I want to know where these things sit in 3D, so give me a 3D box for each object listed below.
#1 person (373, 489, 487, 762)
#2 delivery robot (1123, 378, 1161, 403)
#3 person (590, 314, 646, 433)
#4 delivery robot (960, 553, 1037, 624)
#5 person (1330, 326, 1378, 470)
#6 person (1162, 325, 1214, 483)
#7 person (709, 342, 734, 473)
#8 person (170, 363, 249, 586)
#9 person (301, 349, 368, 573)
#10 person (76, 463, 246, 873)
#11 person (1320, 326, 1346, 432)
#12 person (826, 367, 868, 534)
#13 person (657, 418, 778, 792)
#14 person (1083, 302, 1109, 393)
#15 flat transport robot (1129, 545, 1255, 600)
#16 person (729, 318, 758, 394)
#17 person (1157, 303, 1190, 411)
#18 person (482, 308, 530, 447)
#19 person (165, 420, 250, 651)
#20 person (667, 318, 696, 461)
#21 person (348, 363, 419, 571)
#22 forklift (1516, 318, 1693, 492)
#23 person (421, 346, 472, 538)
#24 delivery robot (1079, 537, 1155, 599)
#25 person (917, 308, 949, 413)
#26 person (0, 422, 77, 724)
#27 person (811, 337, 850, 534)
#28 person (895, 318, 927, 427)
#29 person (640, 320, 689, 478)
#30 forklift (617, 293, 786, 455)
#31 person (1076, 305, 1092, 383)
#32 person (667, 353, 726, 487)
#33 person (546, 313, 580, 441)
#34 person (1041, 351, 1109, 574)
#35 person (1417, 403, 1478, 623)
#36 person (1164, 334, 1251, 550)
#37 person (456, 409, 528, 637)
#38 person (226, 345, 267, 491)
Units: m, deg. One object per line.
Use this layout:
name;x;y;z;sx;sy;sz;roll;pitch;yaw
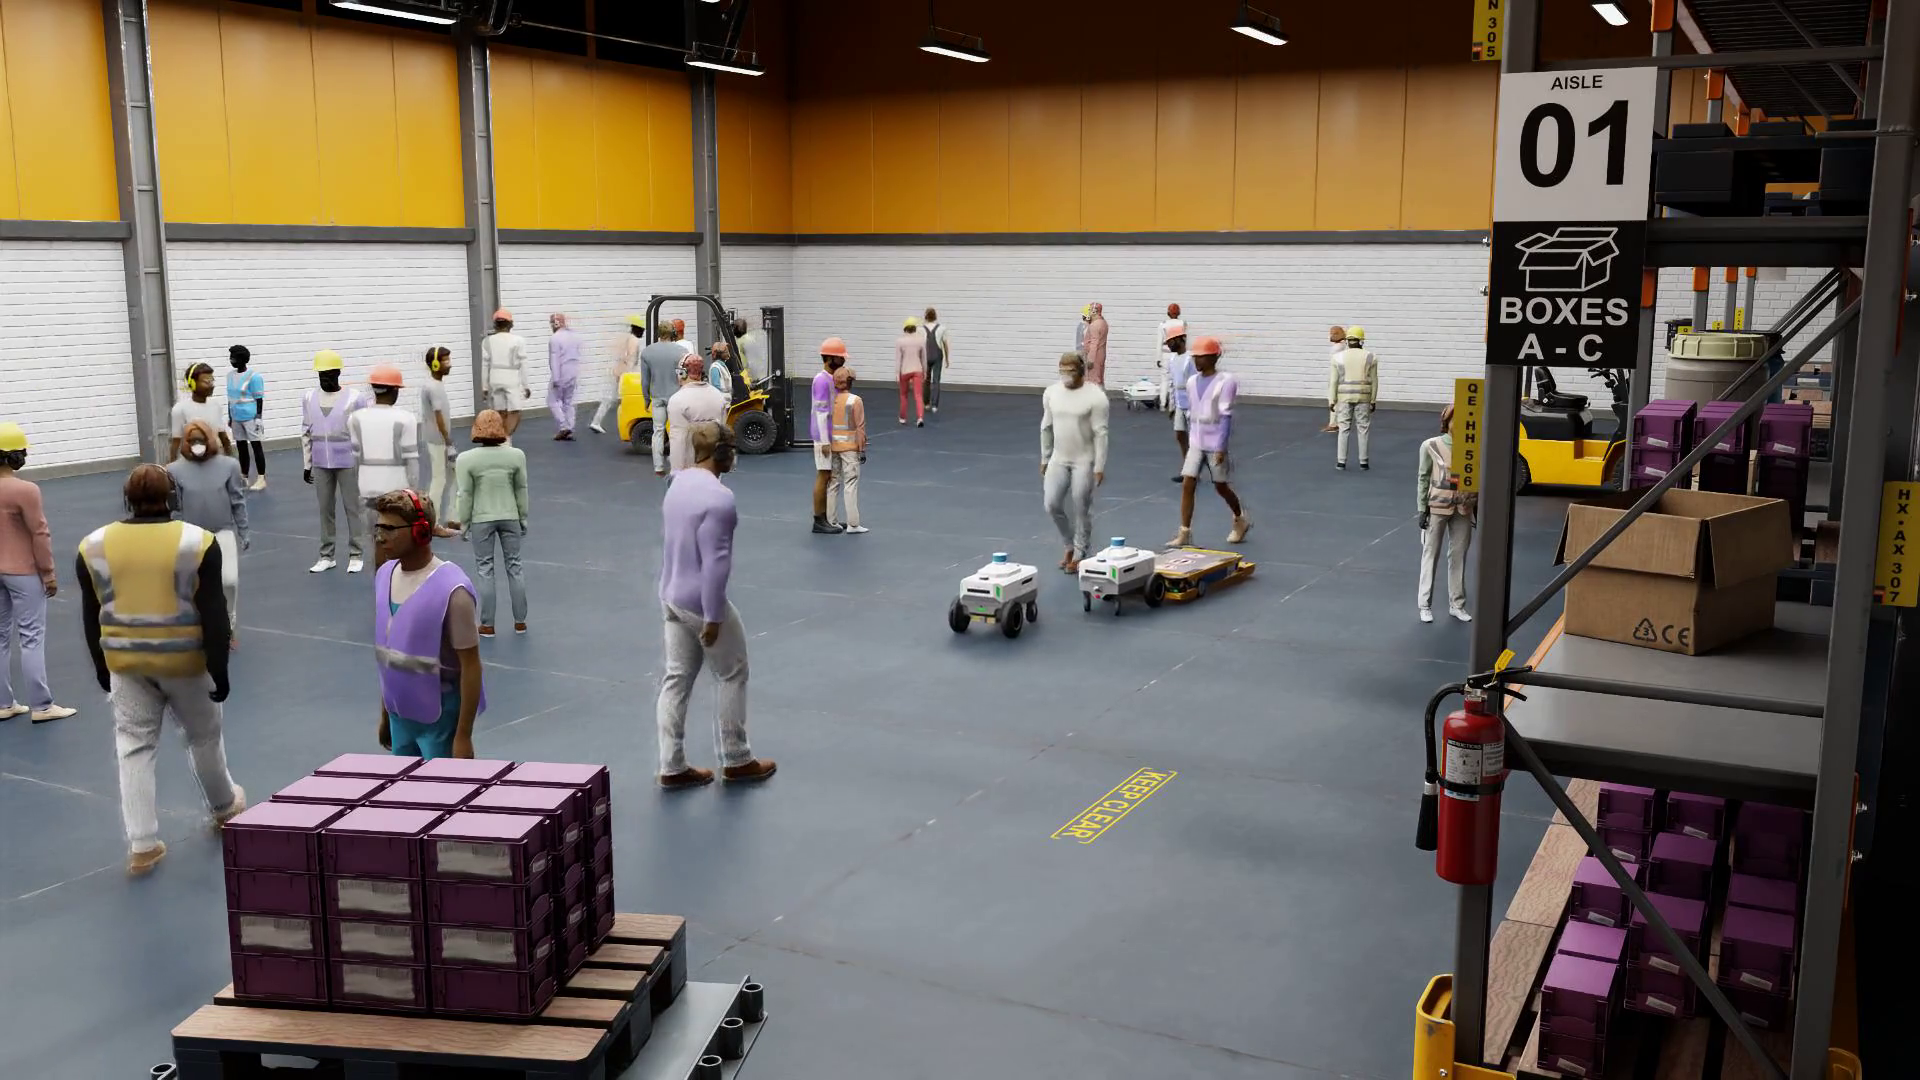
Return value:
person;-2.082;0.707;6.553;0.571;1.840;0.373;8;12;38
delivery robot;3.235;-2.610;29.213;0.707;0.478;0.477;-3;10;-17
person;-5.118;-2.522;25.335;1.152;1.828;0.610;-5;11;-27
delivery robot;0.289;0.336;12.140;0.477;0.478;0.707;5;10;26
person;4.980;-1.786;21.041;0.587;1.825;0.404;2;10;11
person;2.785;-1.620;19.916;0.687;1.886;0.618;-5;11;-28
person;-3.006;-1.661;20.845;0.313;1.642;0.513;0;10;2
person;-6.180;-0.536;13.750;0.761;1.840;0.535;2;10;14
person;-5.368;-0.672;14.291;0.585;1.929;0.371;1;10;4
person;-3.634;0.541;7.629;0.651;1.803;0.847;-2;10;-10
person;5.769;-2.483;25.645;0.314;1.635;0.502;4;11;23
person;-1.138;-0.875;16.308;0.522;1.636;0.309;7;12;34
person;-1.263;0.326;8.564;0.734;1.905;0.631;-8;12;-38
person;2.302;-3.103;28.430;0.408;1.908;0.644;3;10;18
flat transport robot;1.841;0.257;13.706;0.652;0.197;1.431;6;12;33
person;-3.243;-2.415;24.806;1.011;1.791;0.625;-3;10;-18
person;3.701;-3.172;28.906;0.584;1.882;0.401;0;10;-2
person;-6.102;-2.082;22.233;0.641;2.013;0.725;2;10;10
person;-5.147;-0.013;11.367;0.536;1.615;0.471;-4;11;-24
person;-3.696;-1.983;21.999;0.356;1.887;0.573;3;10;18
person;-4.365;-0.388;12.700;0.538;1.915;0.436;0;10;1
forklift;7.066;-1.601;18.899;2.313;2.155;1.214;5;11;27
person;-4.905;-0.931;16.015;0.593;1.853;0.530;-2;10;-10
delivery robot;1.210;0.223;12.807;0.477;0.478;0.707;6;12;33
person;-0.475;-3.100;28.762;0.531;1.795;0.986;1;10;3
person;-5.524;0.195;9.736;0.523;1.769;0.322;3;10;15
person;-1.266;-1.029;16.361;0.385;1.929;0.549;2;10;11
person;-0.765;-2.662;26.404;0.541;1.725;0.902;-3;10;-15
person;-3.563;-1.709;20.264;0.634;1.937;0.355;2;10;10
forklift;-3.588;-2.317;23.042;2.313;2.155;1.214;-1;10;-5
person;2.246;-3.209;29.252;0.404;1.830;0.602;-2;10;-11
person;-2.261;-0.629;14.103;0.400;1.910;0.643;6;11;31
person;-5.807;-2.382;24.349;0.424;1.877;0.649;5;11;25
person;0.972;-0.656;14.211;0.657;1.919;0.410;5;11;27
person;3.650;-0.204;12.404;0.514;1.645;0.309;-1;10;-7
person;2.351;-0.916;15.501;0.970;2.008;0.608;-9;13;-41
person;-3.347;-0.119;11.938;0.501;1.633;0.283;-5;11;-29
person;-8.266;-1.411;19.236;0.530;1.696;0.321;5;11;25
